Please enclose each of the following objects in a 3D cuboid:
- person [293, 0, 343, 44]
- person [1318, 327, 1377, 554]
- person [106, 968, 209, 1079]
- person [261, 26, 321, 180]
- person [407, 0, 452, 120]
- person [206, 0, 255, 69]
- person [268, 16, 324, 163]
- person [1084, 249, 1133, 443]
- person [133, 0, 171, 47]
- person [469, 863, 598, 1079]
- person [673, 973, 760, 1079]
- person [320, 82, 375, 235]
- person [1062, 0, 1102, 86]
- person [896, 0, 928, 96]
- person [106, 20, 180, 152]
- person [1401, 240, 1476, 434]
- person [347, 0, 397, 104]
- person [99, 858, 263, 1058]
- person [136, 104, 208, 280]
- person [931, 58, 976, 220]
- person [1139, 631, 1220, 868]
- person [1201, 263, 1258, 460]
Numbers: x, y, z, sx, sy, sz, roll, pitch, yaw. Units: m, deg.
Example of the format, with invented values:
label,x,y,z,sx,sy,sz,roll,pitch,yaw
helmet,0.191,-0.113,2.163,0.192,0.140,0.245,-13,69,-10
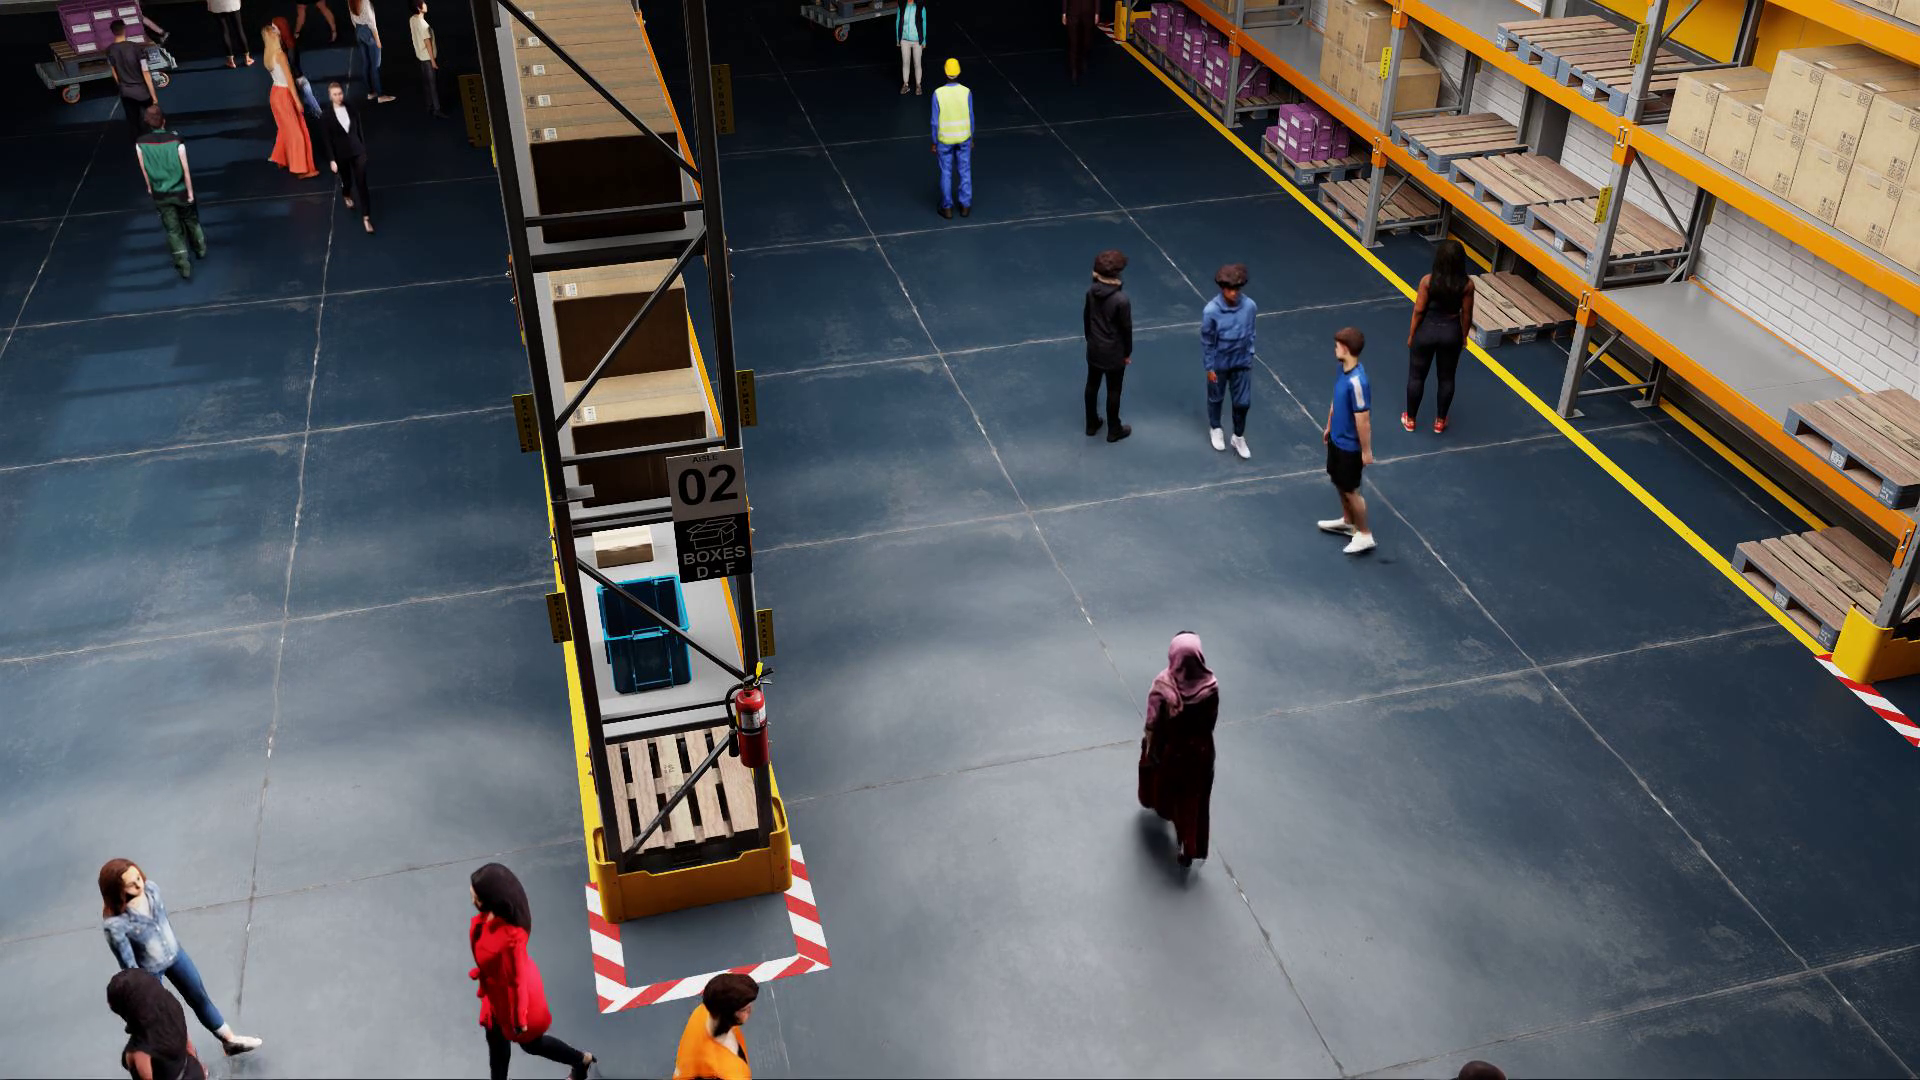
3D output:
label,x,y,z,sx,sy,sz,roll,pitch,yaw
person,-9.402,-8.055,24.253,0.913,1.682,1.025,3,34,4
person,3.144,-0.776,13.173,0.936,1.825,0.675,-11,35,-16
person,-3.670,2.711,8.042,0.765,1.698,1.165,-5,34,-7
person,-8.131,-5.246,19.945,0.919,1.773,0.802,-14,36,-19
person,-6.955,-6.297,21.694,0.713,1.588,0.551,-23,40,-30
person,-10.366,-7.581,23.410,0.642,1.826,0.578,-14,36,-20
person,-8.010,-5.499,20.358,1.055,1.738,1.232,-27,42,-35
person,1.290,-1.699,14.605,0.701,1.777,0.784,23,40,31
person,-12.006,-7.971,24.259,0.789,1.537,0.991,2,34,3
person,-2.235,2.324,8.595,0.829,1.730,0.920,-18,38,-25
person,-1.253,2.760,7.849,1.034,1.831,1.218,0,34,-1
person,-6.853,-4.294,18.596,0.843,1.681,1.116,-19,38,-26
person,1.662,-7.273,22.930,0.864,1.845,1.108,1,34,1
person,-0.651,-6.796,22.524,0.672,1.499,0.701,6,34,8
person,-10.028,-5.365,20.166,0.827,1.727,1.138,-1,34,-1
person,4.228,-1.802,14.727,0.773,1.815,0.767,5,34,8
person,-7.932,-6.730,22.220,0.633,1.727,0.714,22,40,30
person,-4.391,2.270,8.936,0.958,1.442,1.018,8,35,12
person,-8.302,-3.624,17.476,0.655,1.806,1.092,-8,34,-12
person,-0.081,-4.554,18.869,0.667,1.812,0.553,-7,34,-11
person,1.366,1.304,10.244,0.739,1.605,1.078,-2,34,-3
person,2.298,-1.614,14.467,0.736,1.789,0.766,-5,34,-8
